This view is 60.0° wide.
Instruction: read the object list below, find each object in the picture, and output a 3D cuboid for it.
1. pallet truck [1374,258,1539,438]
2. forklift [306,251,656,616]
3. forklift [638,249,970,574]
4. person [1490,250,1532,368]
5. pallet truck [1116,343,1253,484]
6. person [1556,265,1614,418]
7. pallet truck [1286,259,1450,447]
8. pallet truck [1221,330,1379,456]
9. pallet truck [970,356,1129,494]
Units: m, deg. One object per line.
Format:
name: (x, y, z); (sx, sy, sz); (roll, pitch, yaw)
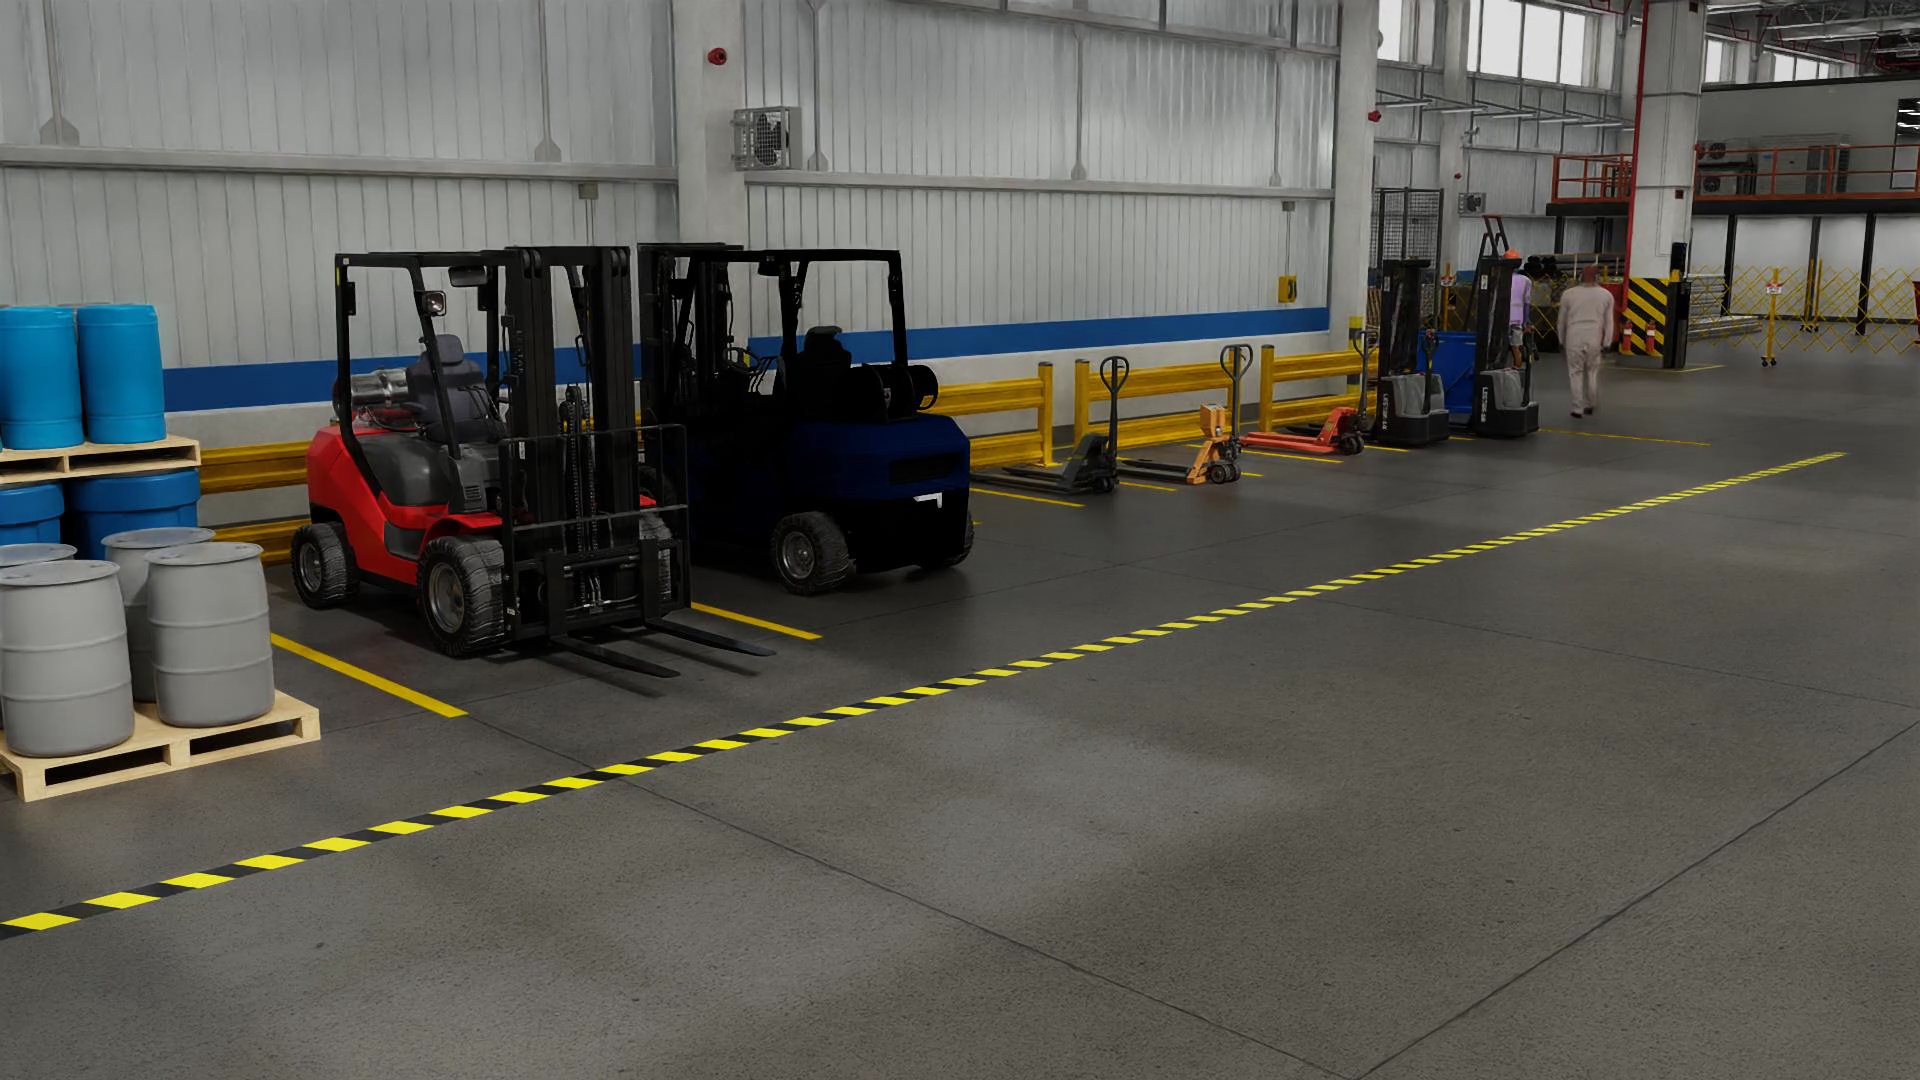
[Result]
pallet truck: (5.704, -2.208, 18.901); (1.885, 1.965, 0.823); (10, 14, 43)
forklift: (-2.833, -0.669, 9.694); (1.157, 1.987, 2.680); (-10, 14, -44)
forklift: (-1.173, -0.958, 11.239); (2.680, 1.987, 1.157); (10, 14, 43)
person: (7.898, -3.150, 23.962); (0.601, 2.035, 0.414); (-3, 11, -14)
pallet truck: (1.962, -1.215, 15.415); (1.522, 1.261, 0.704); (10, 14, 43)
person: (7.734, -2.468, 20.666); (0.640, 1.877, 0.743); (2, 11, 11)
pallet truck: (4.493, -2.078, 18.196); (0.823, 1.965, 1.885); (-9, 14, -40)
pallet truck: (3.563, -1.581, 17.381); (0.653, 1.274, 1.630); (-10, 14, -44)
pallet truck: (0.784, -1.085, 14.876); (0.680, 1.201, 1.601); (-10, 14, -44)
